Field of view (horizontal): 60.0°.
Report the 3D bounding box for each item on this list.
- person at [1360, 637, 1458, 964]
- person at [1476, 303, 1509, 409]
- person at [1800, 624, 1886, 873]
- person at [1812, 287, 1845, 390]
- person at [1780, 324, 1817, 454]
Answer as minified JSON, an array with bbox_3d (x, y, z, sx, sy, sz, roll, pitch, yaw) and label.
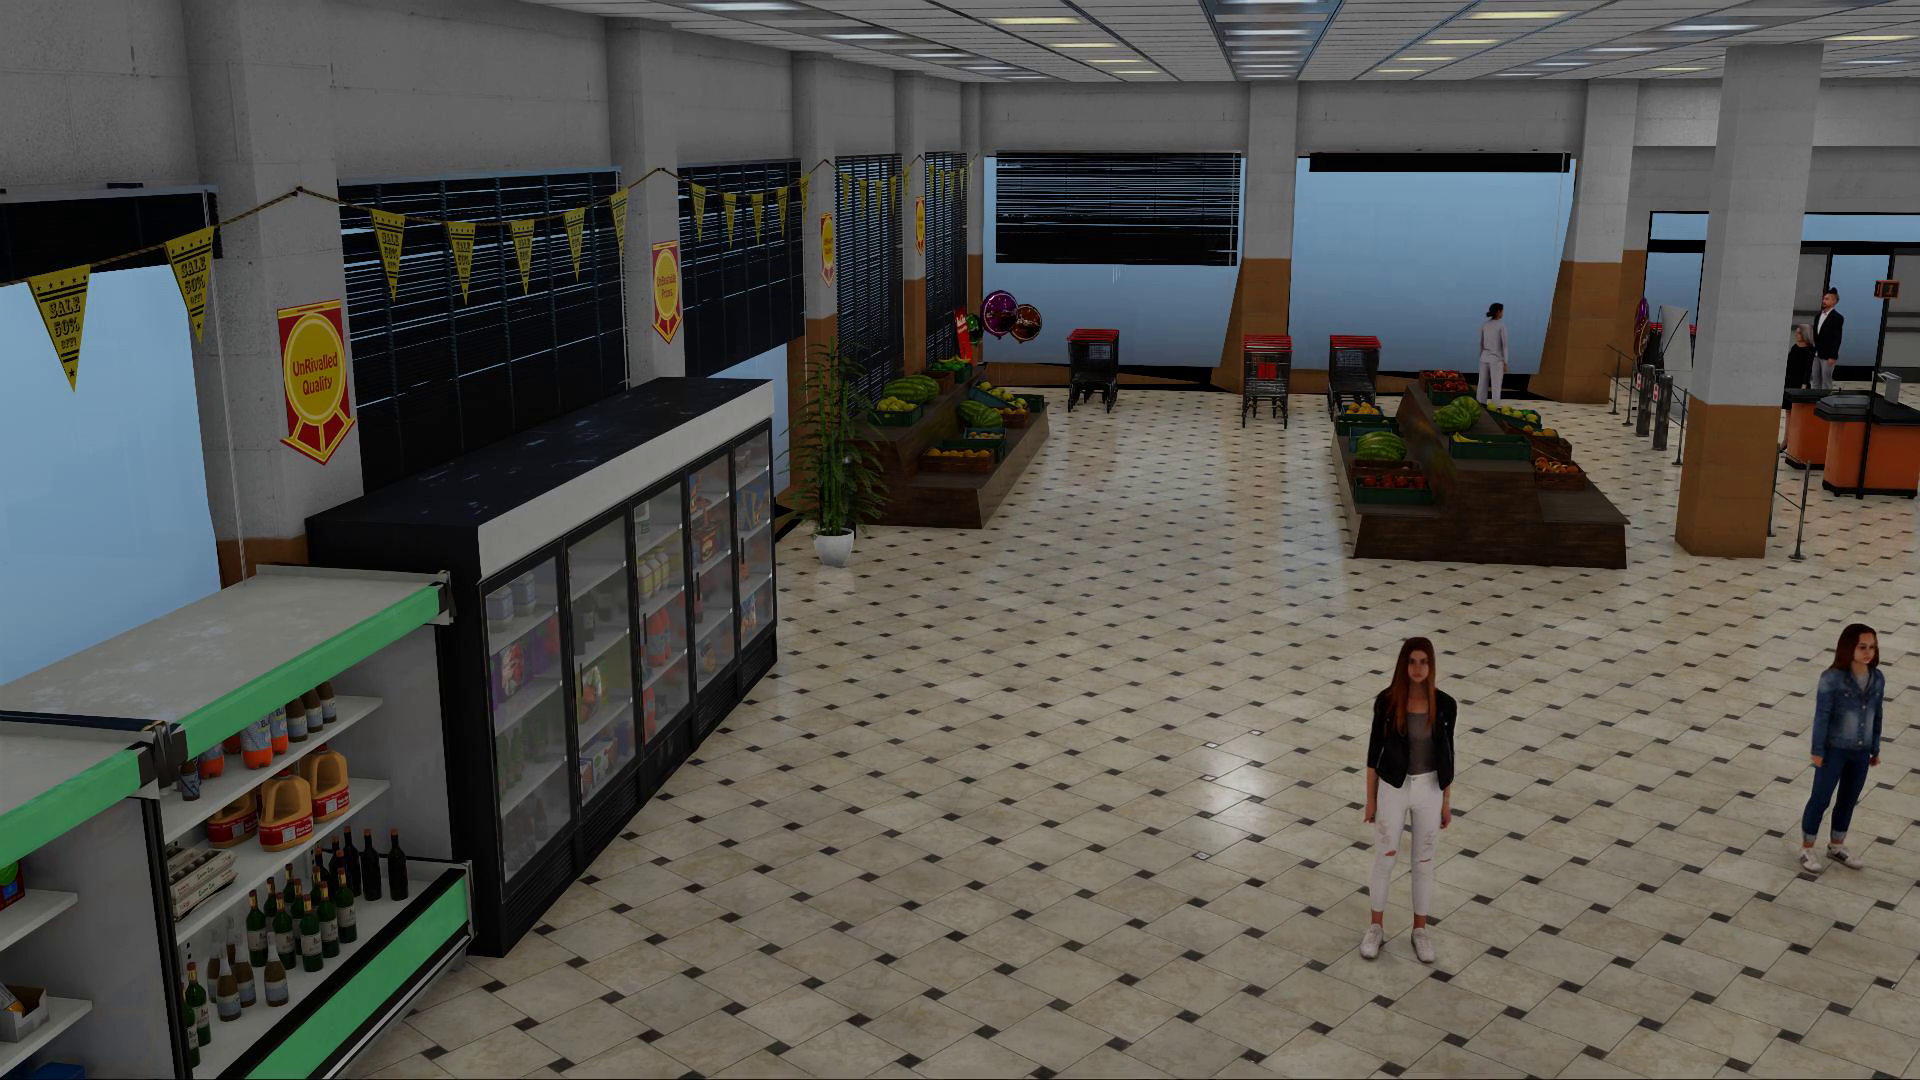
[{"bbox_3d":[2.301,1.312,8.525,0.586,1.704,0.509,2,14,8],"label":"person"},{"bbox_3d":[7.966,-2.679,24.906,0.766,1.739,0.714,-10,17,-36],"label":"person"},{"bbox_3d":[5.063,1.186,9.542,0.627,1.470,0.602,-3,14,-11],"label":"person"},{"bbox_3d":[13.082,-2.843,25.136,0.840,1.948,0.680,-3,14,-11],"label":"person"},{"bbox_3d":[11.116,-2.005,22.110,0.738,1.747,0.626,-3,14,-12],"label":"person"}]
